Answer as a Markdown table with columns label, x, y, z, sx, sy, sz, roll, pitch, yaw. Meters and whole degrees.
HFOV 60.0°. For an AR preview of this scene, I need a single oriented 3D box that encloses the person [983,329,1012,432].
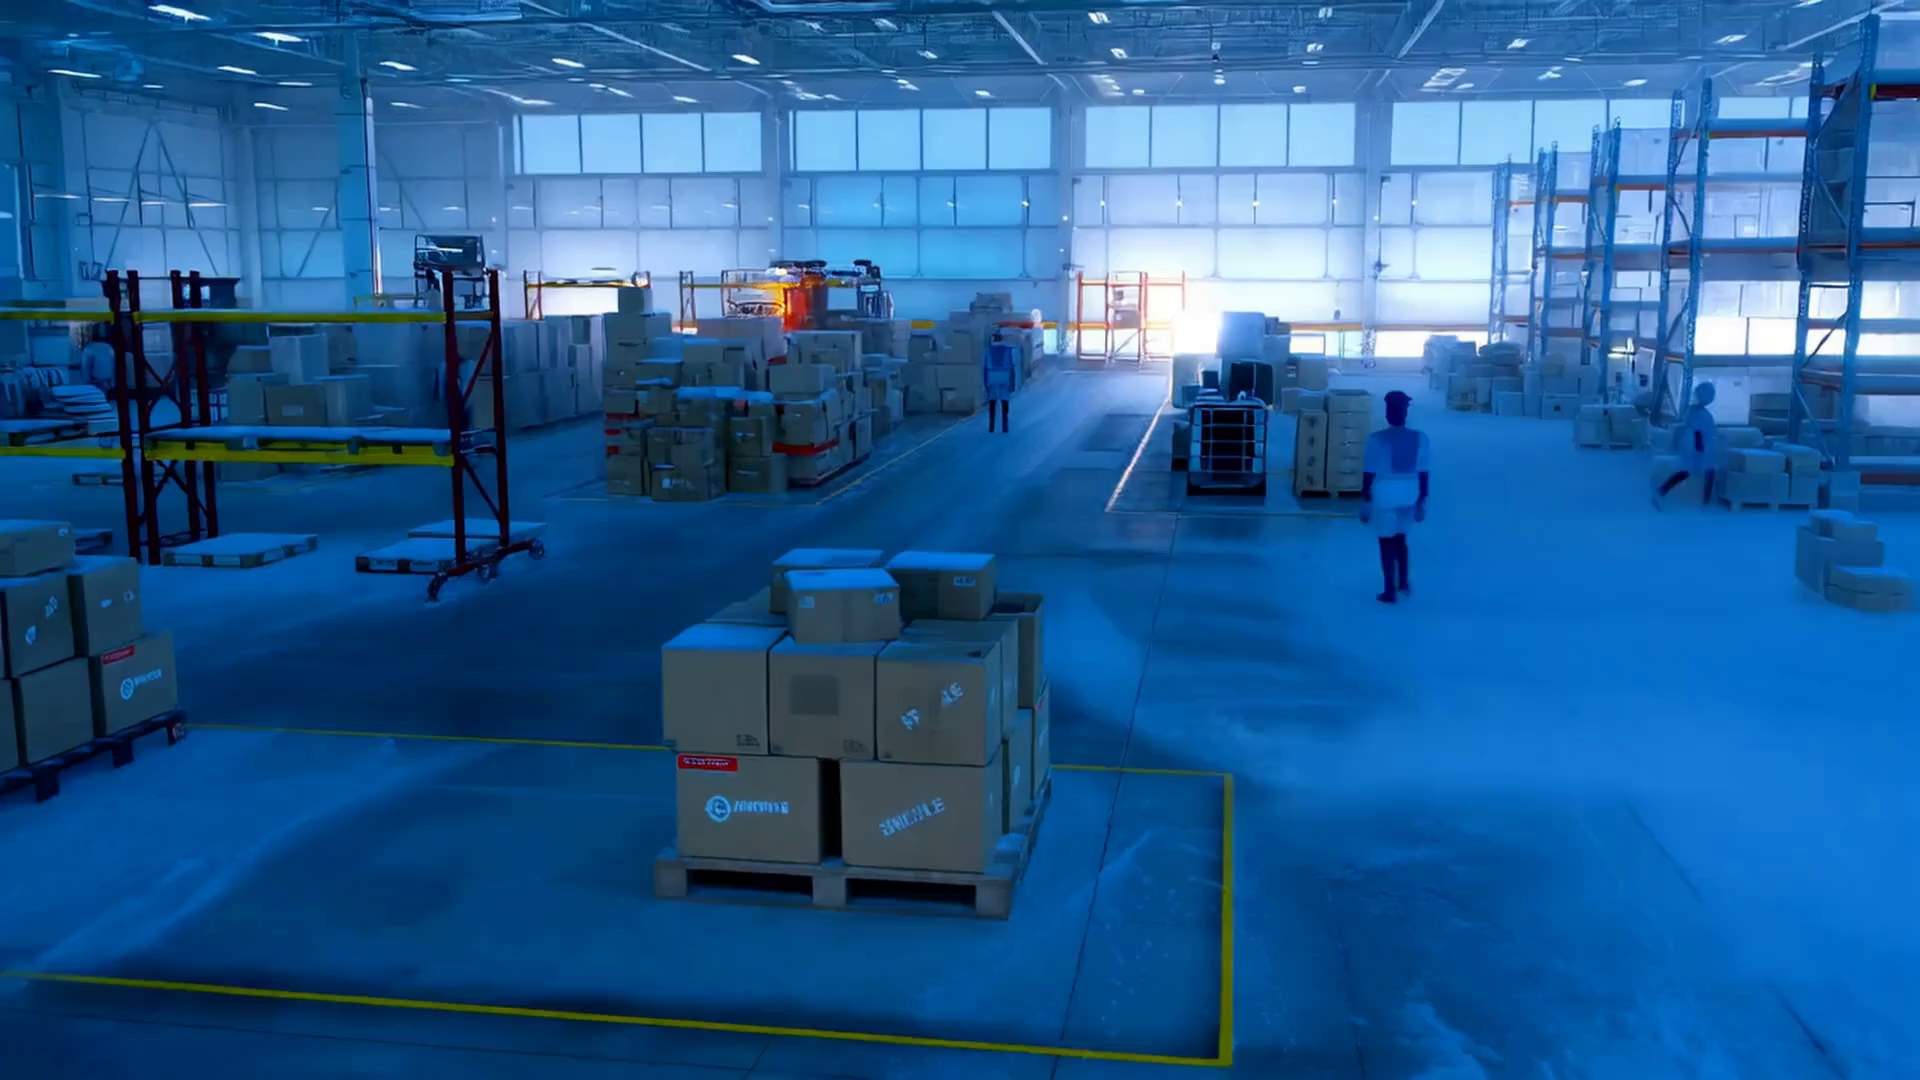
| label | x | y | z | sx | sy | sz | roll | pitch | yaw |
| --- | --- | --- | --- | --- | --- | --- | --- | --- | --- |
| person | 0.708 | -2.989 | 31.242 | 0.542 | 1.939 | 0.361 | 0 | 9 | 1 |

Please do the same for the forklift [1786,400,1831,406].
| label | x | y | z | sx | sy | sz | roll | pitch | yaw |
| --- | --- | --- | --- | --- | --- | --- | --- | --- | --- |
| forklift | 19.247 | -4.327 | 36.601 | 1.129 | 2.768 | 1.873 | -7 | 11 | -36 |

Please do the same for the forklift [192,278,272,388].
| label | x | y | z | sx | sy | sz | roll | pitch | yaw |
| --- | --- | --- | --- | --- | --- | --- | --- | --- | --- |
| forklift | -18.704 | -5.313 | 42.681 | 1.873 | 2.768 | 1.129 | -3 | 10 | -17 |

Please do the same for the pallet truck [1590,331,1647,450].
| label | x | y | z | sx | sy | sz | roll | pitch | yaw |
| --- | --- | --- | --- | --- | --- | --- | --- | --- | --- |
| pallet truck | 11.253 | -2.573 | 28.499 | 0.823 | 1.965 | 1.885 | 5 | 10 | 27 |

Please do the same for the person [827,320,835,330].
| label | x | y | z | sx | sy | sz | roll | pitch | yaw |
| --- | --- | --- | --- | --- | --- | --- | --- | --- | --- |
| person | -3.007 | -4.199 | 38.883 | 0.599 | 1.888 | 0.864 | 1 | 9 | 6 |

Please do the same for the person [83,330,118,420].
| label | x | y | z | sx | sy | sz | roll | pitch | yaw |
| --- | --- | --- | --- | --- | --- | --- | --- | --- | --- |
| person | -16.672 | -3.134 | 32.358 | 1.102 | 1.876 | 0.641 | 7 | 12 | 38 |

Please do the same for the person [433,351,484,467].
| label | x | y | z | sx | sy | sz | roll | pitch | yaw |
| --- | --- | --- | --- | --- | --- | --- | --- | --- | --- |
| person | -7.849 | -2.029 | 25.782 | 0.537 | 1.803 | 0.959 | 4 | 10 | 25 |

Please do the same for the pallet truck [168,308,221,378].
| label | x | y | z | sx | sy | sz | roll | pitch | yaw |
| --- | --- | --- | --- | --- | --- | --- | --- | --- | --- |
| pallet truck | -21.869 | -5.598 | 47.154 | 0.823 | 1.965 | 1.885 | 4 | 10 | 26 |

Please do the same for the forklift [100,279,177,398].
| label | x | y | z | sx | sy | sz | roll | pitch | yaw |
| --- | --- | --- | --- | --- | --- | --- | --- | --- | --- |
| forklift | -19.606 | -4.720 | 39.027 | 1.873 | 2.768 | 1.129 | 1 | 9 | 9 |

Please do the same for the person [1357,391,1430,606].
| label | x | y | z | sx | sy | sz | roll | pitch | yaw |
| --- | --- | --- | --- | --- | --- | --- | --- | --- | --- |
| person | 3.915 | -0.375 | 15.107 | 0.608 | 1.949 | 0.505 | -3 | 10 | -15 |

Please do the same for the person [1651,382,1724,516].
| label | x | y | z | sx | sy | sz | roll | pitch | yaw |
| --- | --- | --- | --- | --- | --- | --- | --- | --- | --- |
| person | 9.102 | -1.146 | 20.725 | 0.531 | 1.665 | 0.842 | -8 | 13 | -42 |
